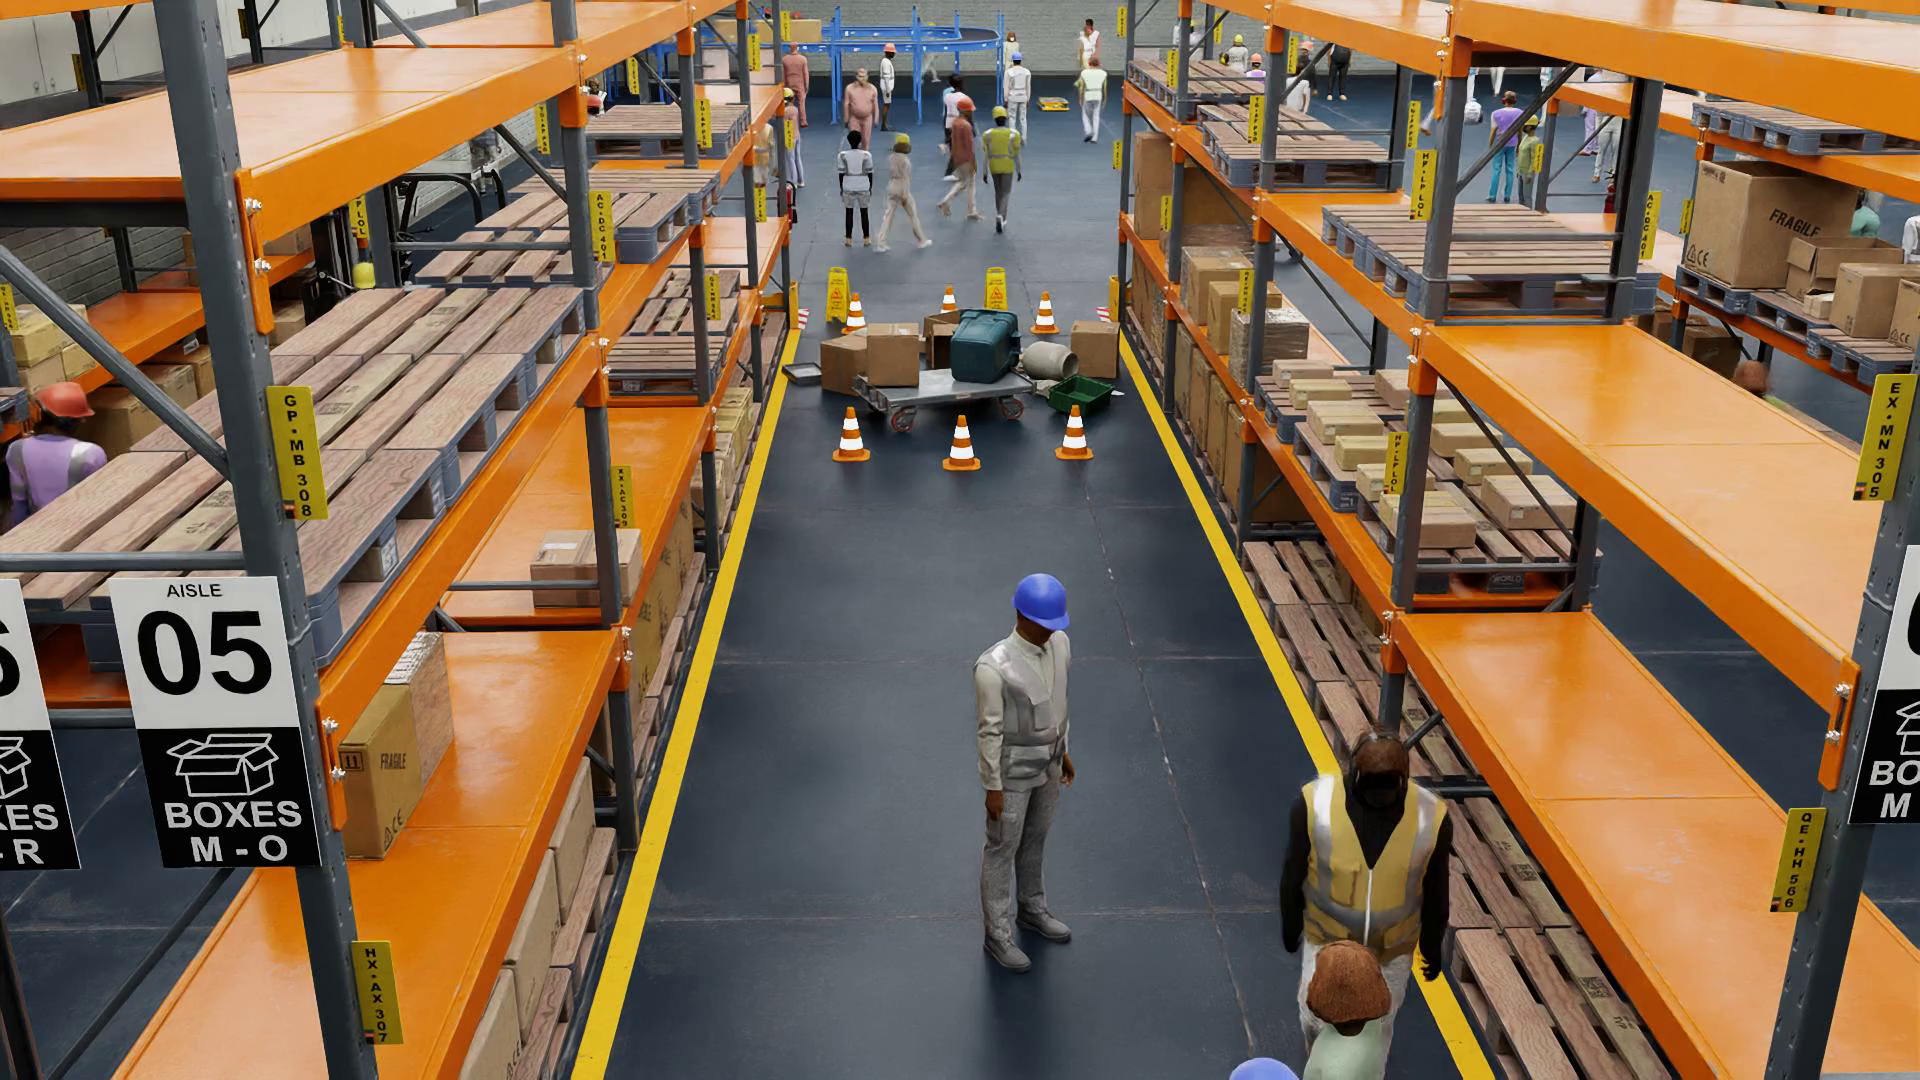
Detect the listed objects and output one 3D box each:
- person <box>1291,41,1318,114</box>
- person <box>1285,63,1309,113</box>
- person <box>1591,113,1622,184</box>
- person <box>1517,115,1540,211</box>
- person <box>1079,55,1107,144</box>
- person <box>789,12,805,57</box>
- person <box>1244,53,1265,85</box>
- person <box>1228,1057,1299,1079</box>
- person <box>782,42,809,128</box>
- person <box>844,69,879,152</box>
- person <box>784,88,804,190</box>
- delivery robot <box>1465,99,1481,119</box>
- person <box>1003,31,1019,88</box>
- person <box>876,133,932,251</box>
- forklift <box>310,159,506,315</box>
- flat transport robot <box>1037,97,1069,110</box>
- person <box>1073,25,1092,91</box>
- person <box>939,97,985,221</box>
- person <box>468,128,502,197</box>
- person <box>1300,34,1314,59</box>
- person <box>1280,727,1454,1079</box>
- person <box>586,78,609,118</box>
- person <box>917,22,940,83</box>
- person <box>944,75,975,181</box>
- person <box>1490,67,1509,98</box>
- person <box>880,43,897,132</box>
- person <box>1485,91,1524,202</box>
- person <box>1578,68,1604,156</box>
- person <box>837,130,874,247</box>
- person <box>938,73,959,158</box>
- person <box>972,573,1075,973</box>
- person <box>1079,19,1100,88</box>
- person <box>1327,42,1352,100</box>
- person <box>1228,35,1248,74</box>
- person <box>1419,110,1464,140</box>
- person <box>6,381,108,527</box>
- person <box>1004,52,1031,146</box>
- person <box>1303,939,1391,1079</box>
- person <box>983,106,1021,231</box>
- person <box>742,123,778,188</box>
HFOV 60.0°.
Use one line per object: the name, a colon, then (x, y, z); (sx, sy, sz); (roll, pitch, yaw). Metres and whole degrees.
person: (7.756, -10.149, 37.261); (0.539, 1.974, 0.665); (-15, 26, -35)
person: (6.814, -8.782, 33.893); (0.503, 1.818, 1.004); (7, 22, 19)
person: (11.862, -7.467, 30.233); (0.631, 1.940, 0.372); (8, 22, 21)
person: (8.774, -5.706, 25.819); (0.312, 1.769, 0.522); (-1, 21, -3)
person: (2.825, -9.366, 35.405); (0.599, 1.827, 0.463); (-3, 21, -8)
person: (-4.618, -13.945, 47.237); (0.424, 2.030, 0.628); (-11, 24, -27)
person: (6.108, -9.106, 34.567); (0.545, 1.938, 0.355); (-5, 21, -12)
person: (0.753, 2.230, 4.616); (0.652, 1.918, 0.598); (4, 21, 11)
person: (-3.752, -10.420, 38.085); (0.642, 1.907, 0.410); (5, 21, 12)
person: (-1.875, -8.053, 31.853); (0.667, 1.887, 0.459); (-4, 21, -9)
person: (-3.036, -7.151, 29.658); (0.364, 1.758, 0.528); (9, 22, 22)
delivery robot: (11.987, -10.059, 38.878); (0.477, 0.478, 0.707); (6, 22, 15)
person: (1.383, -13.008, 45.304); (0.498, 1.633, 0.285); (-9, 23, -23)
person: (-0.860, -5.072, 24.267); (0.902, 1.680, 0.479); (-19, 28, -40)
forklift: (-5.622, -2.910, 17.832); (2.313, 2.155, 1.214); (-1, 21, -1)
flat transport robot: (2.334, -10.966, 41.799); (0.652, 0.197, 1.431); (-1, 21, -3)
person: (3.397, -13.059, 45.190); (0.682, 1.808, 0.595); (11, 23, 26)
person: (0.060, -6.054, 26.459); (0.642, 1.962, 0.635); (-7, 22, -19)
person: (-8.230, -6.880, 28.822); (0.590, 1.837, 0.404); (-1, 21, -2)
person: (9.945, -14.081, 47.702); (0.384, 1.949, 0.604); (9, 22, 22)
person: (1.592, 1.528, 6.610); (0.648, 1.829, 0.569); (3, 21, 9)
person: (-7.156, -8.250, 32.720); (0.511, 1.640, 0.308); (-2, 21, -5)
person: (-0.915, -14.087, 48.058); (0.852, 1.707, 0.493); (-15, 25, -34)
person: (-0.032, -7.598, 30.662); (0.683, 1.911, 0.597); (-15, 25, -34)
person: (14.420, -12.844, 44.507); (0.645, 1.909, 0.880); (8, 22, 20)
person: (-1.605, -10.188, 37.439); (0.372, 1.933, 0.543); (0, 21, -1)
person: (9.267, -6.684, 28.291); (0.565, 1.846, 0.390); (-1, 21, -2)
person: (12.846, -8.750, 33.669); (0.641, 1.908, 0.409); (-11, 23, -27)
person: (-1.533, -5.181, 24.522); (0.535, 1.700, 0.318); (-1, 21, -2)
person: (-0.206, -8.470, 33.247); (0.566, 1.684, 0.542); (-14, 25, -33)
person: (0.316, 1.052, 7.717); (0.402, 1.938, 0.604); (17, 27, 38)
person: (3.576, -13.430, 46.027); (0.590, 1.917, 0.398); (9, 22, 22)
person: (9.982, -12.597, 43.650); (0.683, 2.000, 0.538); (-3, 21, -7)
person: (7.079, -11.996, 42.472); (0.487, 1.746, 0.287); (-1, 21, -2)
person: (10.577, -9.724, 36.325); (0.641, 1.870, 1.056); (-18, 27, -40)
person: (-5.551, -0.019, 10.442); (0.619, 2.008, 0.414); (1, 21, 3)
person: (1.201, -9.285, 35.048); (0.600, 1.940, 0.421); (-9, 23, -23)
person: (1.237, 2.039, 5.530); (0.278, 1.634, 0.499); (9, 22, 22)
person: (0.632, -5.770, 25.839); (0.586, 1.879, 0.893); (4, 21, 10)
person: (-3.114, -5.892, 26.121); (0.568, 1.897, 0.664); (-12, 24, -29)
